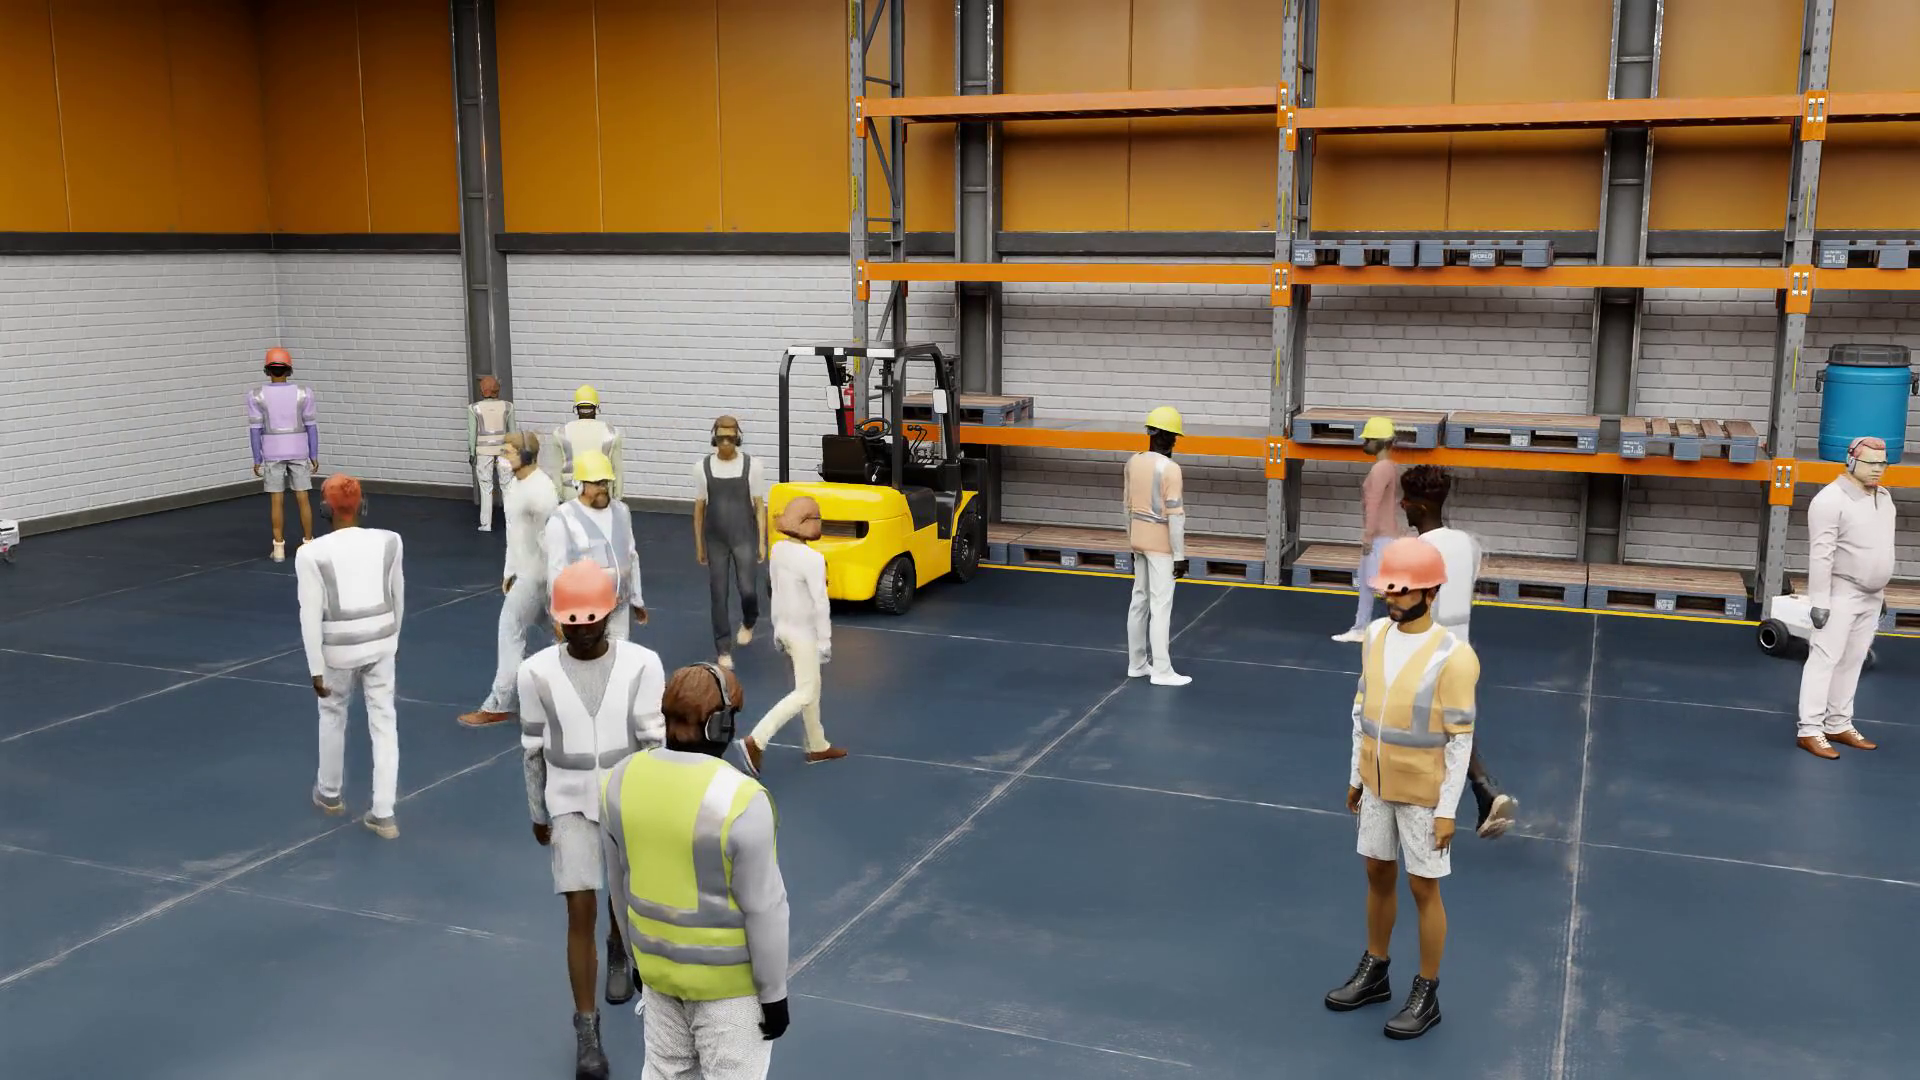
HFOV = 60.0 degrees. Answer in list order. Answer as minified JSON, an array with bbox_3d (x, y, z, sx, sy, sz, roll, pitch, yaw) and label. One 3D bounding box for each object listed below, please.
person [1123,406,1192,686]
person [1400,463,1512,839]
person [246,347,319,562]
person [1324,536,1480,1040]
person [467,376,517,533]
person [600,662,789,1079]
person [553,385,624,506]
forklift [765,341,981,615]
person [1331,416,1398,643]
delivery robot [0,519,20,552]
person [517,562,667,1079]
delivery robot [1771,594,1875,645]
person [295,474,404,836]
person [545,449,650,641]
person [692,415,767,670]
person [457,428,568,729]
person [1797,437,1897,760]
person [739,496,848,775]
[{"bbox_3d":[1.357,0.043,11.423,0.376,1.918,0.584,-6,12,-30],"label":"person"},{"bbox_3d":[2.391,0.590,8.280,0.621,1.950,0.658,-7,12,-34],"label":"person"},{"bbox_3d":[-6.430,-0.812,15.838,0.607,2.044,0.371,-5,11,-26],"label":"person"},{"bbox_3d":[1.695,0.938,6.383,0.358,1.938,0.542,-7,12,-33],"label":"person"},{"bbox_3d":[-4.890,-0.895,17.423,0.523,1.640,0.306,-6,12,-29],"label":"person"},{"bbox_3d":[-0.738,1.259,4.881,0.621,1.838,0.429,6,12,32],"label":"person"},{"bbox_3d":[-3.167,-0.408,14.213,0.586,1.824,0.404,-2,10,-12],"label":"person"},{"bbox_3d":[-0.739,-0.602,14.246,1.214,2.155,2.313,4,11,21],"label":"forklift"},{"bbox_3d":[3.190,-0.051,12.416,0.700,1.746,0.525,3,11,17],"label":"person"},{"bbox_3d":[-9.256,-0.092,15.709,0.707,0.478,0.477,4,11,22],"label":"delivery robot"},{"bbox_3d":[-1.376,0.987,6.312,0.549,1.880,1.018,-3,10,-14],"label":"person"},{"bbox_3d":[6.244,0.568,12.036,0.477,0.478,0.707,-4,11,-20],"label":"delivery robot"},{"bbox_3d":[-3.183,0.570,8.675,0.584,1.844,0.896,-8,13,-37],"label":"person"},{"bbox_3d":[-2.145,0.363,9.902,0.442,1.827,0.617,8,13,38],"label":"person"},{"bbox_3d":[-1.648,-0.008,11.956,0.511,1.831,0.571,-1,10,-4],"label":"person"},{"bbox_3d":[-2.660,0.217,10.543,1.041,1.893,0.641,-5,11,-25],"label":"person"},{"bbox_3d":[5.281,0.335,9.837,0.651,1.904,0.402,-6,12,-29],"label":"person"},{"bbox_3d":[-0.957,0.544,9.495,0.701,1.605,0.505,-7,12,-35],"label":"person"}]
